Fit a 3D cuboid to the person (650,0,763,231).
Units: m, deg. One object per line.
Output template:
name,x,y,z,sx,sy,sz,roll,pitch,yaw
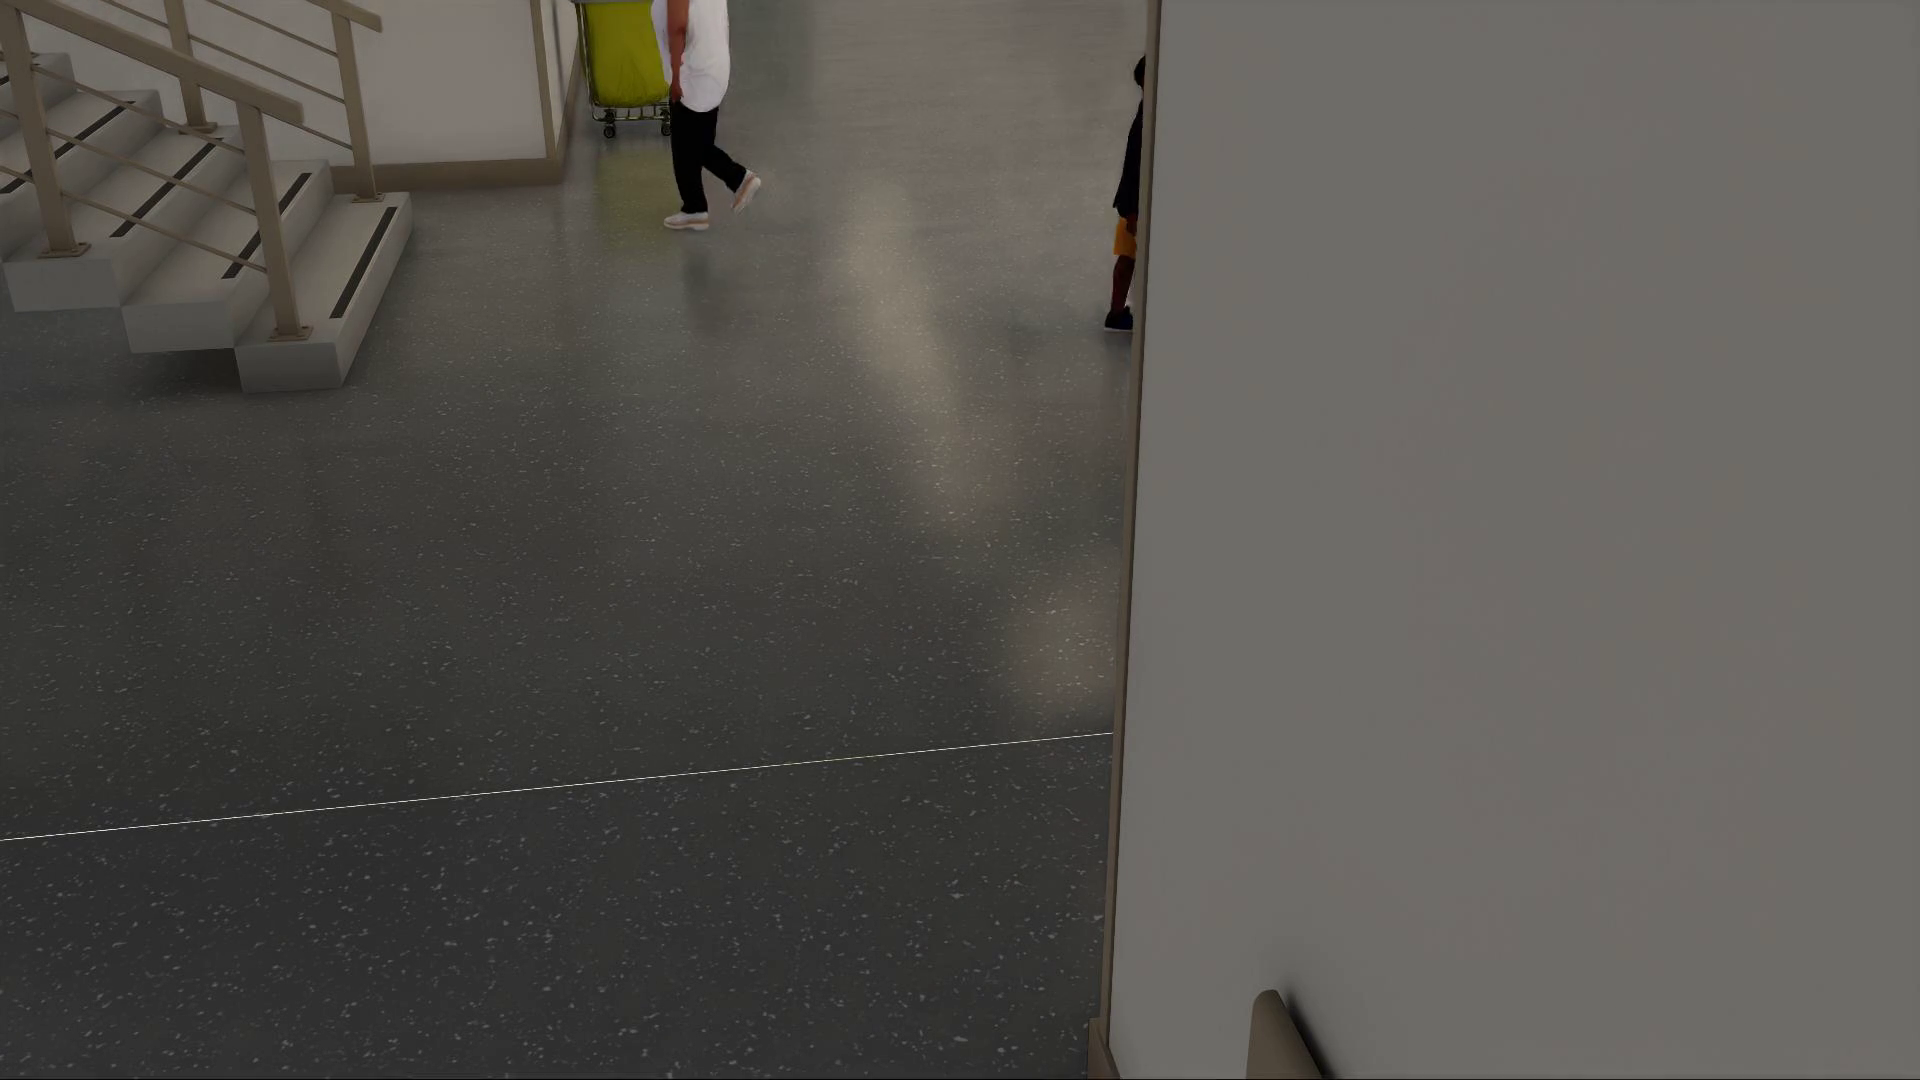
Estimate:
person,-1.382,-2.501,8.952,0.887,1.672,0.811,6,26,12
